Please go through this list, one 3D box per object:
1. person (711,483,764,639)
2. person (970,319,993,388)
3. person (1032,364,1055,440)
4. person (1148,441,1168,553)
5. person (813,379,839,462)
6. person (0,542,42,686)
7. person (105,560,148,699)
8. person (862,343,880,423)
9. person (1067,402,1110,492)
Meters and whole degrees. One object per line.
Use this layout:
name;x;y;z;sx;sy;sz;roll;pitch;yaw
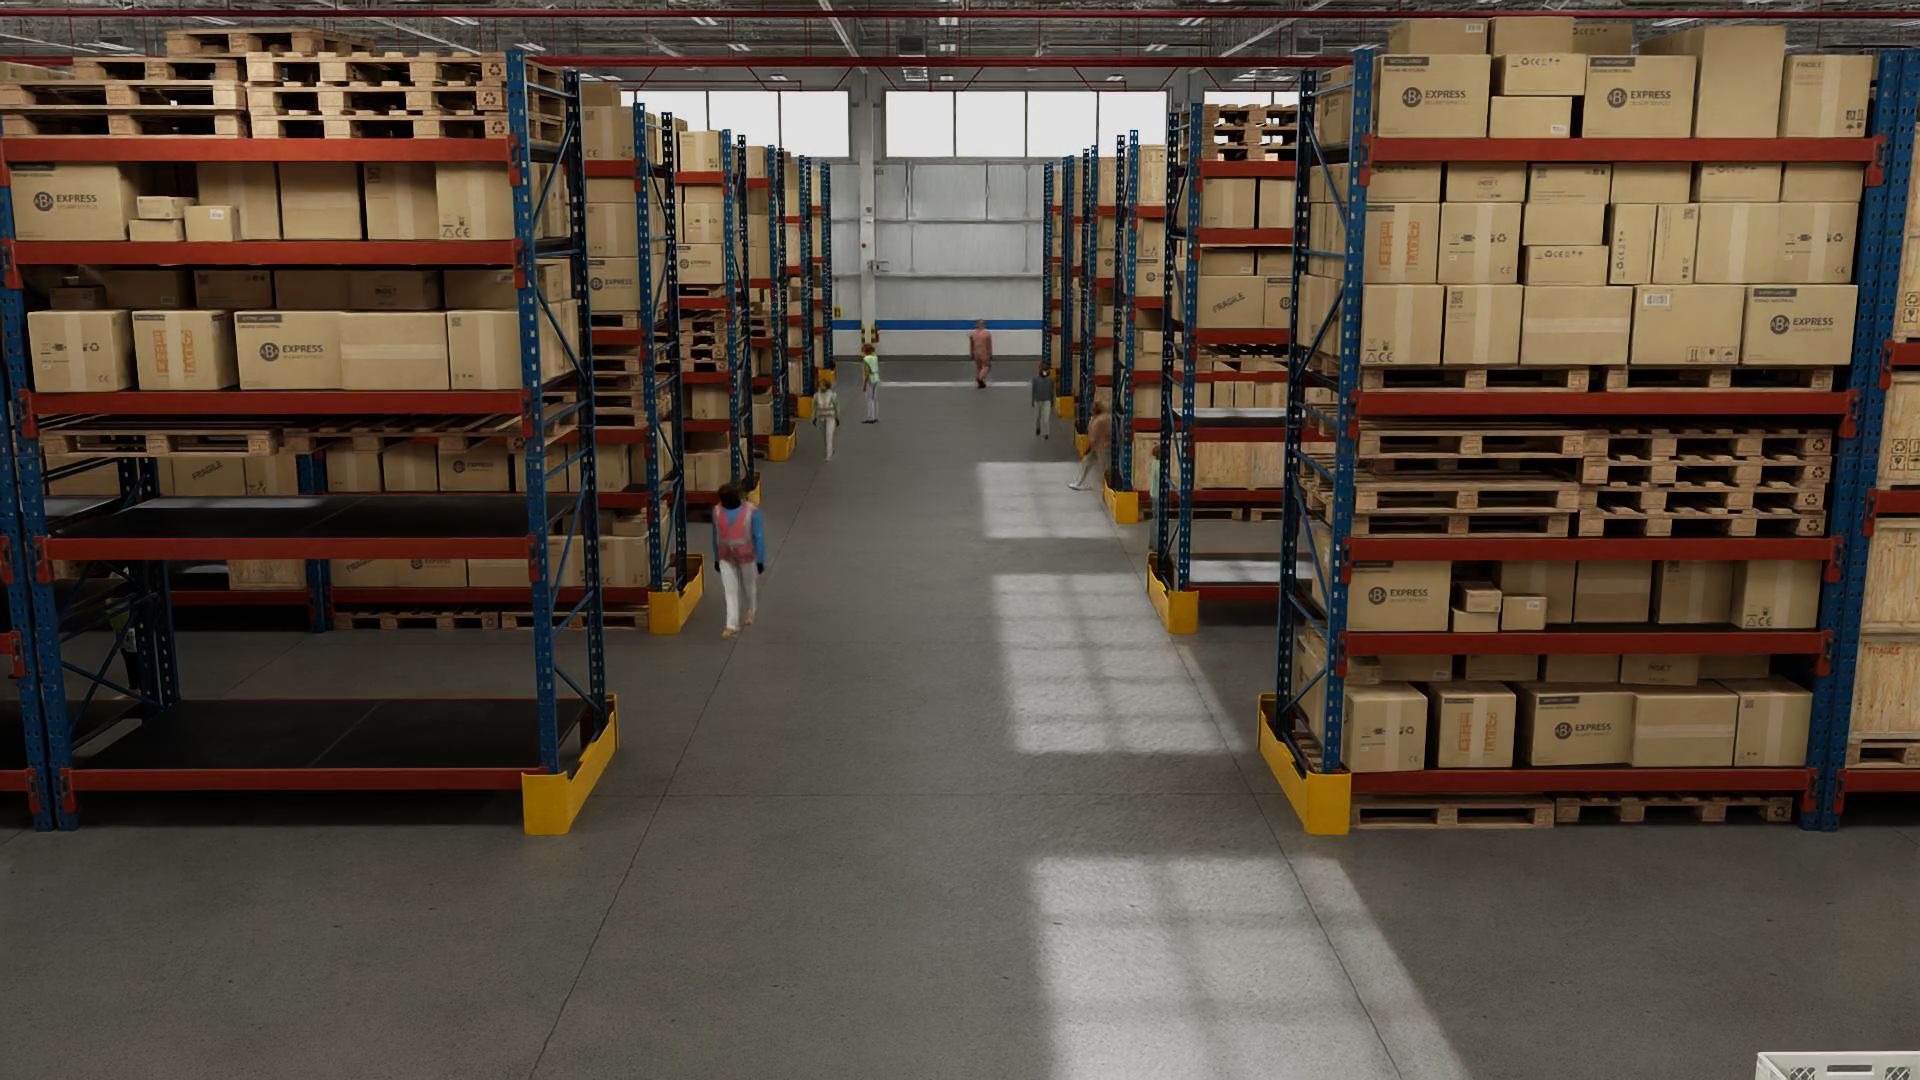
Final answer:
person;-2.596;0.205;19.462;0.653;1.776;0.979;1;11;7
person;0.591;-5.065;45.238;0.678;1.894;0.418;5;13;25
person;1.781;-2.981;35.620;0.505;1.611;0.677;0;11;1
person;2.861;-0.613;23.845;0.268;1.630;0.507;-1;11;-4
person;-2.620;-2.381;32.667;0.520;1.611;0.726;2;12;10
person;-9.807;0.561;17.346;0.408;1.908;0.644;-9;15;-39
person;-8.291;0.833;16.520;0.317;1.696;0.537;-11;16;-43
person;-2.036;-3.588;38.058;0.373;1.843;0.571;5;12;22
person;2.313;-1.594;28.797;0.833;1.591;0.516;-4;12;-19
